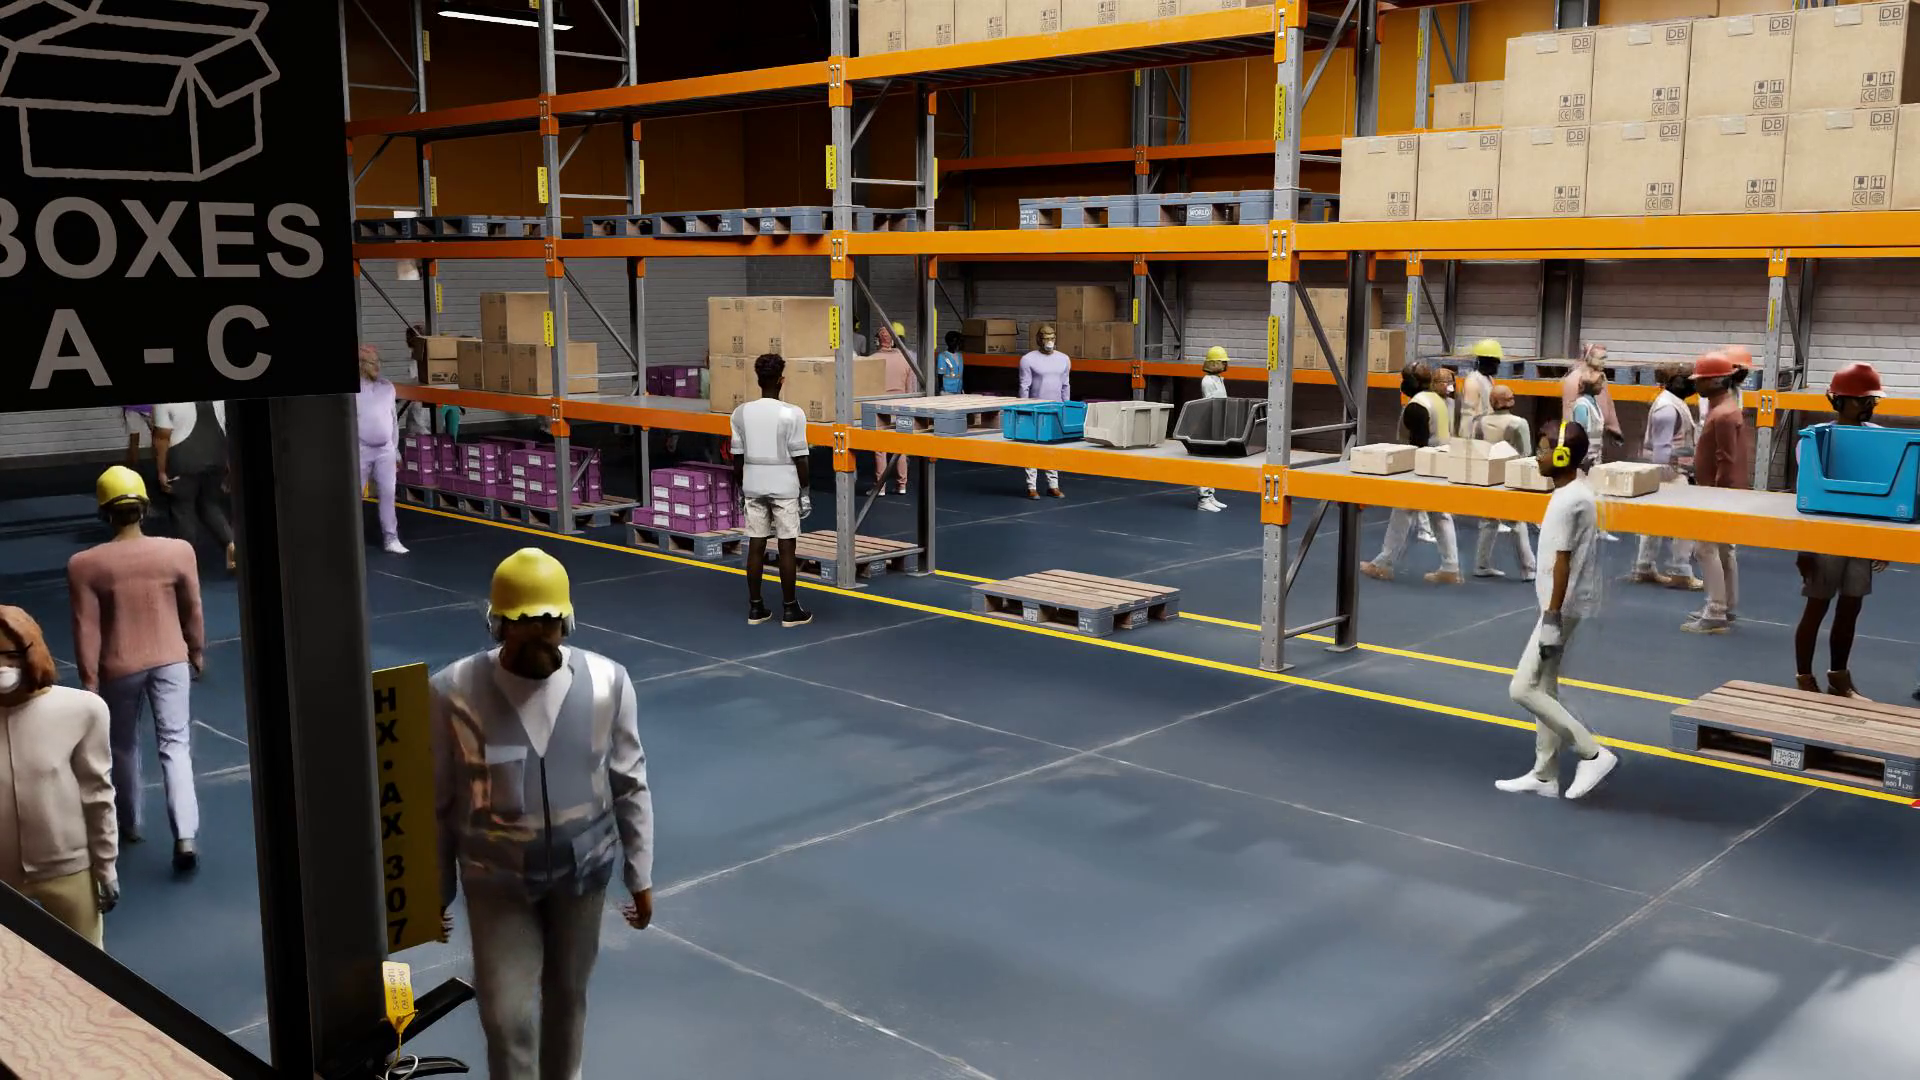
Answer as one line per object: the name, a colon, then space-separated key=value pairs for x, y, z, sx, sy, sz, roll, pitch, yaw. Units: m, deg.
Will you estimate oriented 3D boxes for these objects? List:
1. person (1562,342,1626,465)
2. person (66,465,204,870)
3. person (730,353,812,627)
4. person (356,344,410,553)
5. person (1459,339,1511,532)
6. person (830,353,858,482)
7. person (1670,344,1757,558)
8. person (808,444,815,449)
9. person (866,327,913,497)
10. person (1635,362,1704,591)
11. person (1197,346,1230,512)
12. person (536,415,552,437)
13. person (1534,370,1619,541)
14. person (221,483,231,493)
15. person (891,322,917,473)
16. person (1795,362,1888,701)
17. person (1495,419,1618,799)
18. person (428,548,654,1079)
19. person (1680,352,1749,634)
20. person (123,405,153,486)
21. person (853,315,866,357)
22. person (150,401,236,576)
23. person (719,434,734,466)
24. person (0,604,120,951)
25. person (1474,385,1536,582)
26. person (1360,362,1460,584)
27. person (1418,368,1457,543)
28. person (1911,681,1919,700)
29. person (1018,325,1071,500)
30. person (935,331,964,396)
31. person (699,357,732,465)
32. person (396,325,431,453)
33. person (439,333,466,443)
person: x=6.273 y=-1.048 z=16.559 sx=1.033 sy=1.833 sz=0.650 roll=7 pitch=12 yaw=38
person: x=-3.515 y=0.541 z=7.166 sx=0.527 sy=1.727 sz=0.887 roll=-6 pitch=11 yaw=-32
person: x=-1.340 y=-0.355 z=11.919 sx=0.607 sy=1.966 sz=0.367 roll=3 pitch=10 yaw=20
person: x=-5.312 y=-0.802 z=14.956 sx=0.511 sy=1.926 sz=0.670 roll=8 pitch=12 yaw=39
person: x=5.022 y=-1.038 z=16.355 sx=0.885 sy=1.895 sz=0.596 roll=5 pitch=11 yaw=30
person: x=-1.478 y=-1.590 z=19.764 sx=0.611 sy=1.875 sz=0.883 roll=0 pitch=9 yaw=3
person: x=6.557 y=-0.731 z=14.380 sx=0.575 sy=1.915 sz=0.497 roll=-7 pitch=11 yaw=-36
person: x=-2.332 y=-2.225 z=23.799 sx=0.926 sy=1.833 sz=0.529 roll=7 pitch=12 yaw=36
person: x=-0.846 y=-1.435 z=18.724 sx=0.651 sy=1.906 sz=0.403 roll=-6 pitch=11 yaw=-33
person: x=5.800 y=-0.509 z=13.328 sx=0.699 sy=1.820 sz=0.629 roll=4 pitch=10 yaw=24
person: x=2.701 y=-1.181 z=17.661 sx=0.297 sy=1.745 sz=0.484 roll=4 pitch=10 yaw=23
person: x=-6.396 y=-2.500 z=25.439 sx=0.676 sy=1.854 sz=1.014 roll=-1 pitch=9 yaw=-6
person: x=5.864 y=-0.805 z=15.760 sx=0.751 sy=1.614 sz=0.519 roll=7 pitch=12 yaw=38
person: x=-7.929 y=-1.359 z=18.434 sx=0.920 sy=1.841 sz=0.585 roll=1 pitch=9 yaw=7
person: x=-0.767 y=-1.746 z=20.641 sx=0.592 sy=1.905 sz=0.658 roll=-4 pitch=10 yaw=-22
person: x=5.087 y=-0.005 z=9.573 sx=0.614 sy=2.039 sz=0.396 roll=-3 pitch=10 yaw=-17
person: x=2.857 y=0.355 z=7.921 sx=0.455 sy=1.850 sz=0.553 roll=4 pitch=10 yaw=24
person: x=-1.109 y=0.932 z=4.487 sx=0.621 sy=1.810 sz=0.700 roll=-4 pitch=10 yaw=-25
person: x=5.335 y=-0.333 z=11.782 sx=0.486 sy=1.972 sz=0.646 roll=4 pitch=10 yaw=25
person: x=-9.679 y=-1.603 z=19.747 sx=0.557 sy=1.896 sz=0.894 roll=-1 pitch=9 yaw=-5
person: x=-1.651 y=-2.548 z=25.677 sx=0.518 sy=1.865 sz=0.327 roll=2 pitch=10 yaw=14
person: x=-6.208 y=-0.641 z=13.443 sx=0.625 sy=2.000 sz=0.702 roll=6 pitch=11 yaw=31
person: x=-2.953 y=-1.808 z=21.444 sx=0.311 sy=1.768 sz=0.524 roll=3 pitch=10 yaw=17
person: x=-2.685 y=0.979 z=4.786 sx=0.492 sy=1.626 sz=0.284 roll=-5 pitch=10 yaw=-27
person: x=4.487 y=-0.468 z=13.694 sx=0.432 sy=1.605 sz=0.610 roll=-6 pitch=11 yaw=-33
person: x=3.709 y=-0.546 z=13.607 sx=0.911 sy=1.795 sz=0.638 roll=6 pitch=11 yaw=35
person: x=4.503 y=-0.797 z=15.644 sx=0.279 sy=1.633 sz=0.505 roll=9 pitch=13 yaw=44
person: x=5.782 y=0.102 z=9.621 sx=0.387 sy=1.814 sz=0.654 roll=-2 pitch=9 yaw=-9
person: x=0.951 y=-1.414 z=18.495 sx=0.638 sy=1.938 sz=0.356 roll=-4 pitch=10 yaw=-24
person: x=-0.130 y=-2.103 z=23.472 sx=0.320 sy=1.692 sz=0.531 roll=7 pitch=12 yaw=38
person: x=-3.050 y=-1.598 z=20.612 sx=0.553 sy=1.604 sz=0.528 roll=8 pitch=12 yaw=42
person: x=-7.024 y=-1.860 z=21.525 sx=0.712 sy=1.844 sz=0.572 roll=-2 pitch=9 yaw=-10
person: x=-6.345 y=-1.664 z=20.552 sx=0.314 sy=1.769 sz=0.523 roll=6 pitch=11 yaw=34
